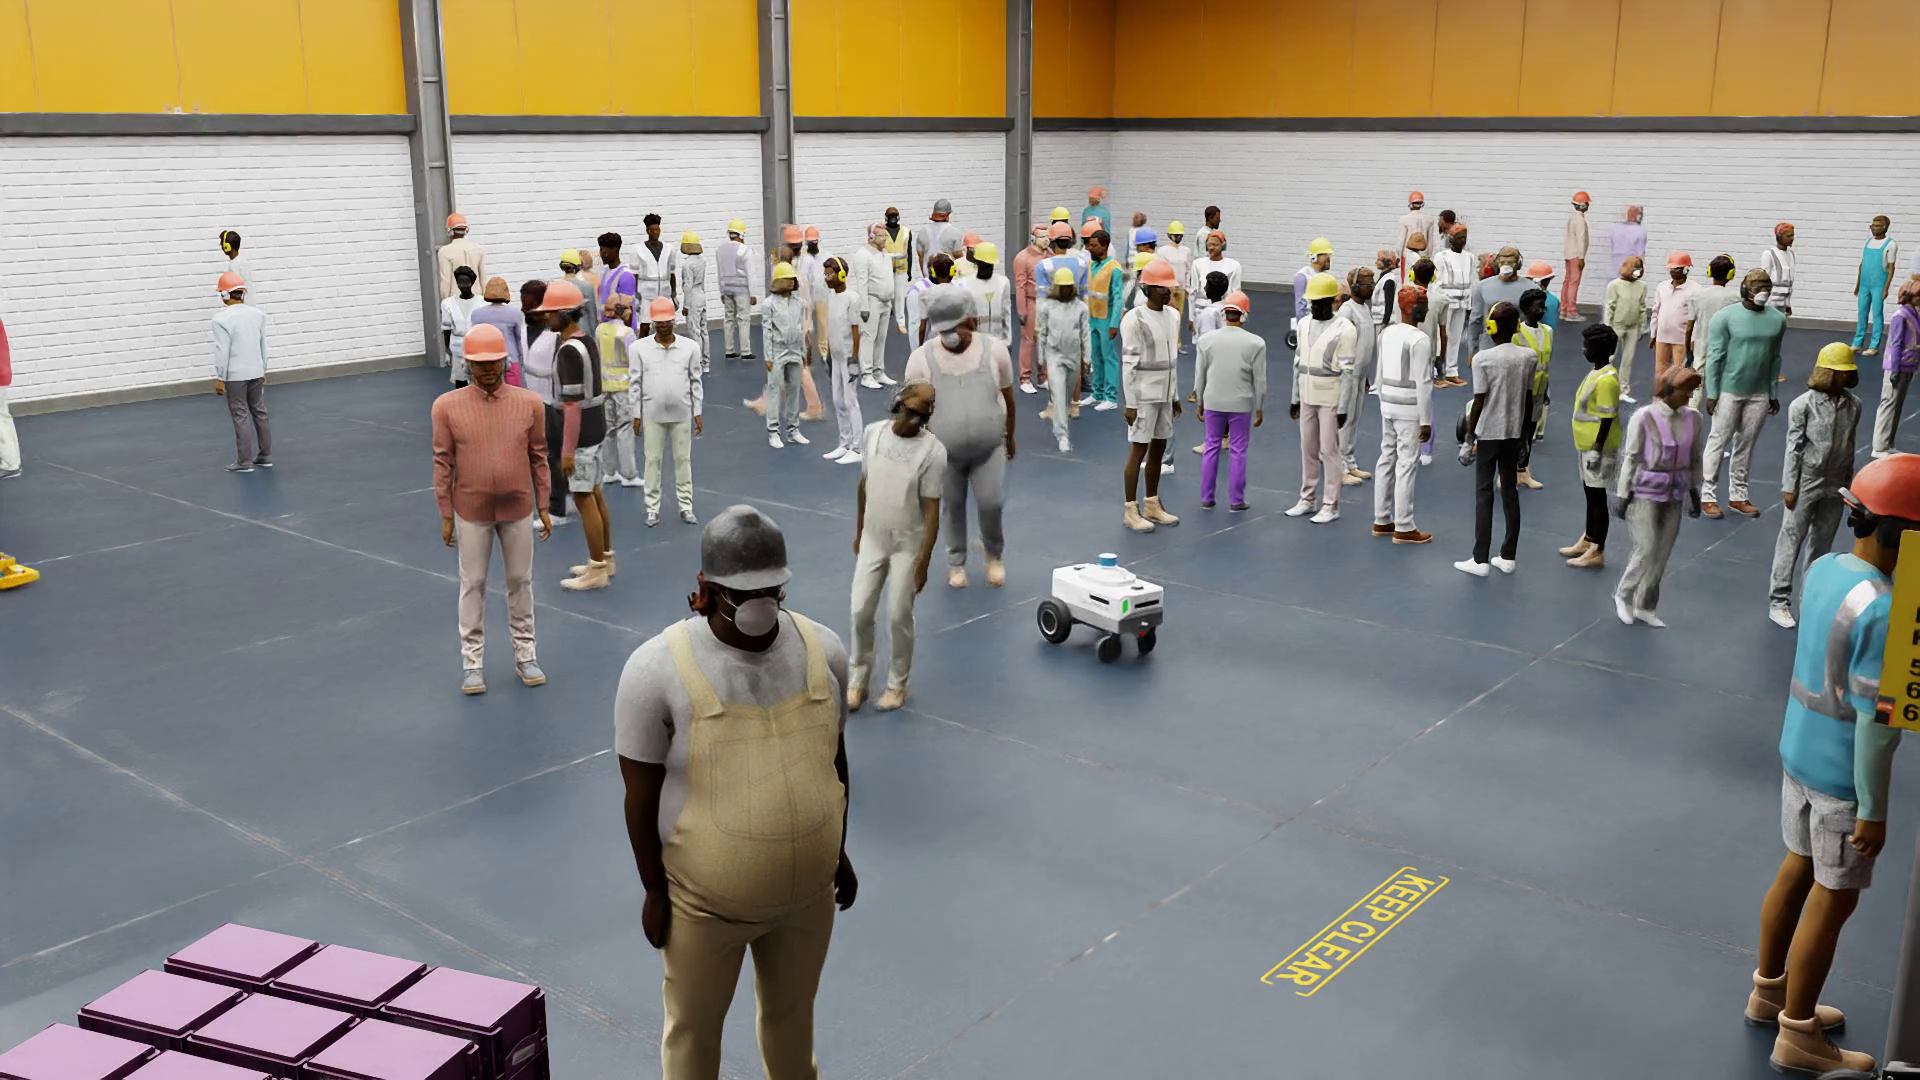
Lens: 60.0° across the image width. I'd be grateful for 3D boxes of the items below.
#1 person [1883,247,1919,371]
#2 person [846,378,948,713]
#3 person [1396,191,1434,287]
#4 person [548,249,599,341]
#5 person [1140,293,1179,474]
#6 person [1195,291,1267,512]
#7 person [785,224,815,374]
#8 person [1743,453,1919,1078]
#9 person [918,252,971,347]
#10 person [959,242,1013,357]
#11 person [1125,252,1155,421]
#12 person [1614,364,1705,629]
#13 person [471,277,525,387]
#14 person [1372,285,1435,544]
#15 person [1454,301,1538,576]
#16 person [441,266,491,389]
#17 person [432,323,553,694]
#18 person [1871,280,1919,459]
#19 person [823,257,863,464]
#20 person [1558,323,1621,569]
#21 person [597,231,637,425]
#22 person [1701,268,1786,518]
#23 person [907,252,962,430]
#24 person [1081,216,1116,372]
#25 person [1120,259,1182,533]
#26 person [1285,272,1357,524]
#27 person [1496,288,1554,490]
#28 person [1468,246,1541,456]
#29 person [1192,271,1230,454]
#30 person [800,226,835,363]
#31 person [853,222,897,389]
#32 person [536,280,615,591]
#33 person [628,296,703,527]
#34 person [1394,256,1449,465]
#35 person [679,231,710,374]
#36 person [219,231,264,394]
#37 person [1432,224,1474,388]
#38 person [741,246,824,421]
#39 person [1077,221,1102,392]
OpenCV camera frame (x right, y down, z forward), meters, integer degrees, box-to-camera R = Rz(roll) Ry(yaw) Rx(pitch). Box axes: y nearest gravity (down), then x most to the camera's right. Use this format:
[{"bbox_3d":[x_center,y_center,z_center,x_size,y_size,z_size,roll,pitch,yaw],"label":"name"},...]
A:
[{"bbox_3d":[11.462,-2.871,19.648,0.698,2.000,1.001,0,14,2],"label":"person"},{"bbox_3d":[-0.336,0.043,8.508,0.606,1.789,0.513,6,15,24],"label":"person"},{"bbox_3d":[7.087,-4.443,26.020,0.623,1.992,0.396,-4,15,-14],"label":"person"},{"bbox_3d":[-3.976,-2.111,17.167,0.522,1.768,0.312,1,14,4],"label":"person"},{"bbox_3d":[1.751,-1.394,14.570,0.278,1.633,0.507,-3,14,-10],"label":"person"},{"bbox_3d":[2.141,-1.087,13.136,0.573,1.738,0.355,6,15,23],"label":"person"},{"bbox_3d":[-1.959,-2.757,19.508,0.537,1.899,0.930,-6,15,-23],"label":"person"},{"bbox_3d":[2.845,0.722,5.310,0.406,2.035,0.608,2,14,8],"label":"person"},{"bbox_3d":[-0.148,-1.711,15.376,0.521,1.864,0.336,-1,14,-5],"label":"person"},{"bbox_3d":[0.245,-1.946,16.206,0.623,1.907,0.426,-6,15,-21],"label":"person"},{"bbox_3d":[1.875,-2.027,16.850,0.320,1.761,0.525,-3,14,-10],"label":"person"},{"bbox_3d":[4.209,-0.250,10.014,0.569,1.616,0.369,-4,15,-16],"label":"person"},{"bbox_3d":[-4.280,-1.633,15.525,0.507,1.632,0.265,-2,14,-9],"label":"person"},{"bbox_3d":[3.254,-0.914,12.149,0.355,1.882,0.576,-5,15,-20],"label":"person"},{"bbox_3d":[3.625,-0.681,11.256,0.514,1.865,0.329,-4,15,-17],"label":"person"},{"bbox_3d":[-4.752,-1.819,16.160,0.533,1.691,0.321,-1,14,-4],"label":"person"},{"bbox_3d":[-2.494,-0.169,8.941,0.612,1.995,0.393,-6,15,-24],"label":"person"},{"bbox_3d":[8.567,-1.542,15.148,0.309,1.639,0.523,12,19,40],"label":"person"},{"bbox_3d":[-1.065,-1.624,15.051,0.334,1.856,0.527,-9,17,-33],"label":"person"},{"bbox_3d":[4.374,-0.648,11.468,0.321,1.692,0.529,3,14,12],"label":"person"},{"bbox_3d":[-3.488,-2.157,16.966,0.376,1.958,0.603,-8,16,-31],"label":"person"},{"bbox_3d":[6.074,-1.134,12.910,0.627,1.941,0.371,-2,14,-9],"label":"person"},{"bbox_3d":[-0.203,-1.831,15.926,0.636,1.833,0.431,-10,17,-34],"label":"person"},{"bbox_3d":[1.644,-3.039,20.588,0.409,1.906,0.652,-6,15,-23],"label":"person"},{"bbox_3d":[1.467,-1.084,12.499,0.376,2.041,0.615,13,19,43],"label":"person"},{"bbox_3d":[2.759,-1.089,12.779,0.397,1.920,0.587,-8,16,-31],"label":"person"},{"bbox_3d":[4.705,-1.241,13.831,0.534,1.697,0.318,-8,16,-29],"label":"person"},{"bbox_3d":[4.965,-1.716,15.239,0.630,1.940,0.372,6,15,22],"label":"person"},{"bbox_3d":[2.364,-1.639,15.420,0.321,1.697,0.530,10,17,35],"label":"person"},{"bbox_3d":[-1.870,-3.128,21.255,0.575,1.749,0.336,-2,14,-6],"label":"person"},{"bbox_3d":[-0.963,-2.729,19.352,0.409,1.908,0.639,7,16,26],"label":"person"},{"bbox_3d":[-2.526,-0.684,10.915,0.397,2.039,0.616,0,14,-2],"label":"person"},{"bbox_3d":[-2.228,-0.975,12.652,0.564,1.751,0.330,-4,15,-16],"label":"person"},{"bbox_3d":[4.089,-1.592,14.882,0.531,1.871,0.322,-1,14,-2],"label":"person"},{"bbox_3d":[-3.267,-2.898,20.360,0.294,1.744,0.486,4,15,15],"label":"person"},{"bbox_3d":[-8.043,-2.515,18.587,0.334,1.864,0.521,-3,14,-11],"label":"person"},{"bbox_3d":[5.738,-2.721,19.368,0.582,1.882,0.351,-7,16,-27],"label":"person"},{"bbox_3d":[-1.841,-2.110,17.099,0.957,1.793,0.531,3,14,13],"label":"person"},{"bbox_3d":[1.475,-2.670,19.052,0.378,1.938,0.547,1,14,3],"label":"person"}]
